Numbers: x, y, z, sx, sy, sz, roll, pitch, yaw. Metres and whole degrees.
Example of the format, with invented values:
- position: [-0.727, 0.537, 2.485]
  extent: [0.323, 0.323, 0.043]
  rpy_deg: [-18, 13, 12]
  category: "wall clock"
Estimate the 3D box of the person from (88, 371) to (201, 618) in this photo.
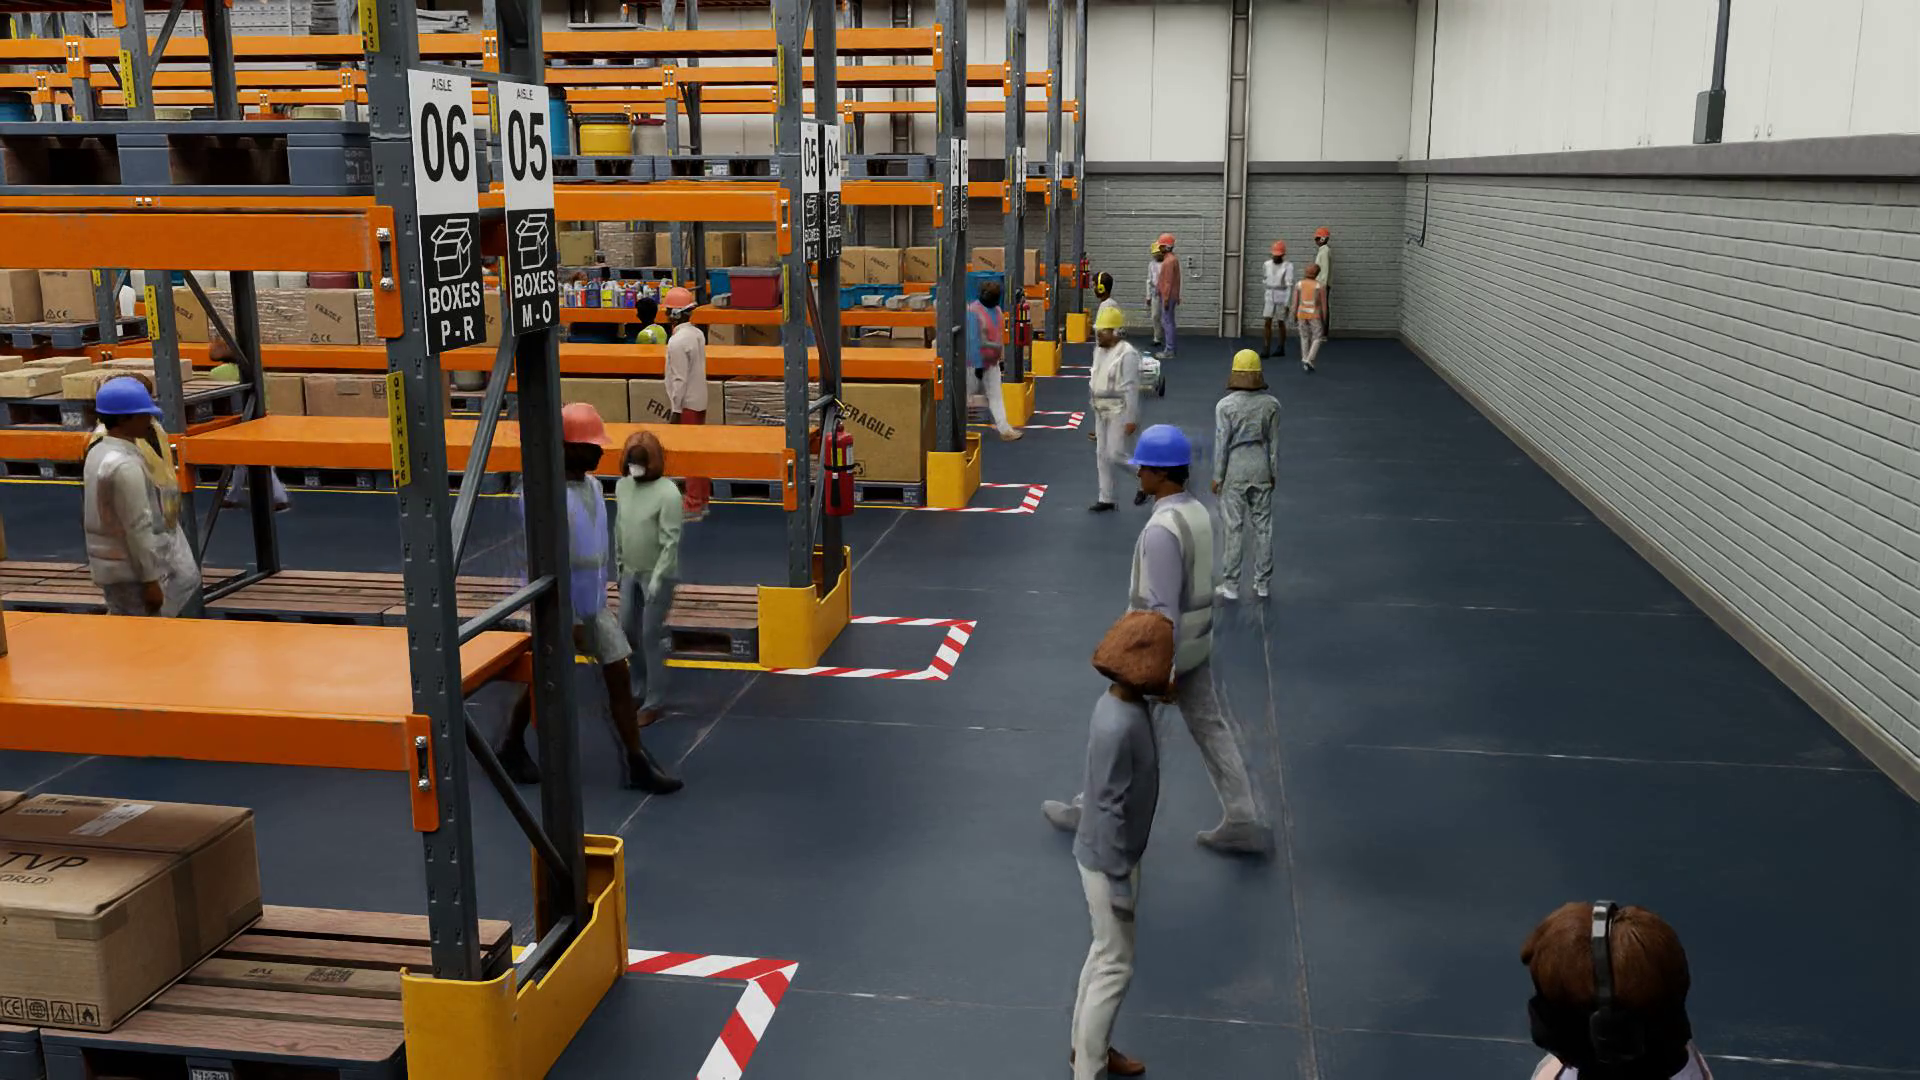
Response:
- position: [-4.748, -0.073, 9.691]
  extent: [0.458, 1.823, 0.650]
  rpy_deg: [0, 12, 2]
  category: "person"

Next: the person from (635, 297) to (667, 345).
- position: [-3.141, -1.630, 17.020]
  extent: [0.322, 1.692, 0.534]
  rpy_deg: [2, 13, 10]
  category: "person"

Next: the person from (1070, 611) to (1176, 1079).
- position: [0.499, 1.010, 5.271]
  extent: [0.316, 1.622, 0.506]
  rpy_deg: [3, 13, 14]
  category: "person"

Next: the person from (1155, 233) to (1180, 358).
- position: [3.309, -3.894, 26.588]
  extent: [0.408, 1.984, 0.624]
  rpy_deg: [2, 13, 10]
  category: "person"

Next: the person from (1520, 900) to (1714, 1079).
- position: [1.036, 1.460, 2.754]
  extent: [0.430, 1.837, 0.624]
  rpy_deg: [2, 13, 10]
  category: "person"

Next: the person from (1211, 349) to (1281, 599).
- position: [1.987, -0.460, 11.629]
  extent: [0.492, 1.740, 0.325]
  rpy_deg: [-3, 13, -15]
  category: "person"

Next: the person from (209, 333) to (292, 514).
- position: [-6.219, -1.005, 14.453]
  extent: [0.840, 1.584, 0.509]
  rpy_deg: [2, 13, 10]
  category: "person"

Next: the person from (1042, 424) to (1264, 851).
- position: [0.901, 0.432, 7.266]
  extent: [1.020, 1.893, 0.639]
  rpy_deg: [6, 14, 26]
  category: "person"

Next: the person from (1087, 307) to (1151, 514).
- position: [1.379, -1.120, 14.437]
  extent: [0.557, 1.816, 0.607]
  rpy_deg: [-6, 14, -25]
  category: "person"

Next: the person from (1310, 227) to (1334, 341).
- position: [6.357, -4.488, 29.234]
  extent: [0.389, 1.996, 0.612]
  rpy_deg: [2, 13, 10]
  category: "person"

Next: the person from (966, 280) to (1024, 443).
- position: [0.283, -1.968, 18.359]
  extent: [0.959, 1.778, 0.638]
  rpy_deg: [10, 16, 39]
  category: "person"

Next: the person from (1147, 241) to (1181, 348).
- position: [3.435, -4.145, 28.111]
  extent: [0.611, 1.815, 0.404]
  rpy_deg: [7, 14, 30]
  category: "person"

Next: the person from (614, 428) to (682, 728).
- position: [-1.686, 0.205, 8.898]
  extent: [0.528, 1.630, 0.341]
  rpy_deg: [9, 15, 36]
  category: "person"

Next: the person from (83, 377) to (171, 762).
- position: [-4.182, 0.147, 8.425]
  extent: [0.409, 1.944, 0.613]
  rpy_deg: [-10, 16, -38]
  category: "person"

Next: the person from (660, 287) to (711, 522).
- position: [-2.339, -1.147, 14.154]
  extent: [0.389, 1.996, 0.612]
  rpy_deg: [2, 13, 10]
  category: "person"

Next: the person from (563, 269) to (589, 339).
- position: [-5.353, -2.975, 23.268]
  extent: [0.371, 1.622, 0.520]
  rpy_deg: [4, 13, 18]
  category: "person"

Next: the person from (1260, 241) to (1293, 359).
- position: [5.035, -3.811, 26.487]
  extent: [0.554, 1.855, 0.999]
  rpy_deg: [8, 15, 31]
  category: "person"

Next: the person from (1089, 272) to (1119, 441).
- position: [1.600, -2.024, 18.417]
  extent: [0.335, 1.865, 0.521]
  rpy_deg: [2, 13, 10]
  category: "person"

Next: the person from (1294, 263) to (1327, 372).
- position: [5.208, -3.305, 24.721]
  extent: [0.542, 1.623, 0.482]
  rpy_deg: [9, 15, 35]
  category: "person"

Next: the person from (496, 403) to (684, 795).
- position: [-1.846, 0.283, 7.937]
  extent: [0.986, 1.896, 0.543]
  rpy_deg: [6, 14, 24]
  category: "person"
